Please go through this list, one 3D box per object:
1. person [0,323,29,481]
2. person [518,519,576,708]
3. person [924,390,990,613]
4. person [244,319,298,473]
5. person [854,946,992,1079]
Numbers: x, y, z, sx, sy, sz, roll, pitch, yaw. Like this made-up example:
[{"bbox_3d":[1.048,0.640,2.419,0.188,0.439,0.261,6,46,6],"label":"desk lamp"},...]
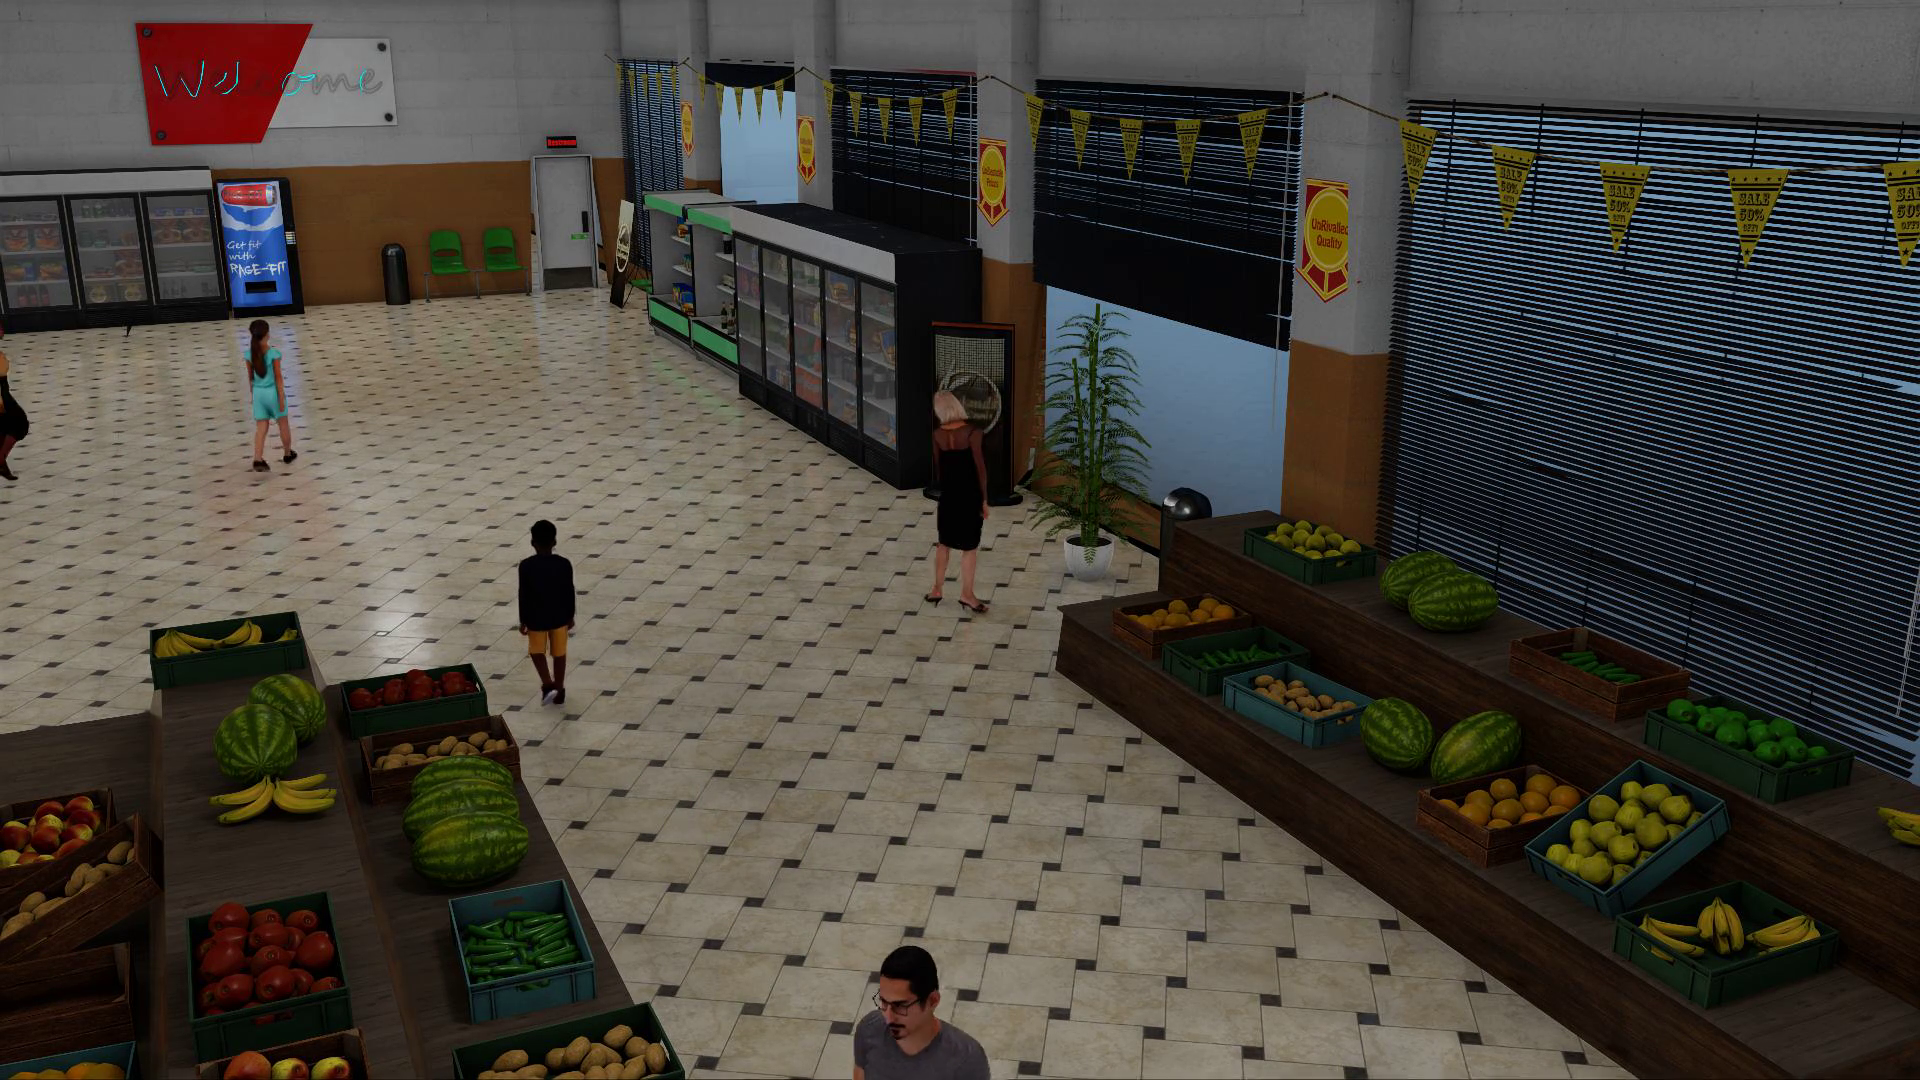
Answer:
[{"bbox_3d":[-9.530,-1.362,16.321,0.738,1.645,0.626,-13,21,-36],"label":"person"},{"bbox_3d":[-2.679,0.504,10.835,0.523,1.261,0.592,-8,19,-25],"label":"person"},{"bbox_3d":[0.030,-0.274,12.636,0.835,1.704,0.686,-13,21,-36],"label":"person"},{"bbox_3d":[-6.990,-1.415,16.702,0.870,1.525,1.119,1,17,2],"label":"person"},{"bbox_3d":[-0.097,1.985,5.140,0.871,1.737,0.943,6,18,19],"label":"person"}]
